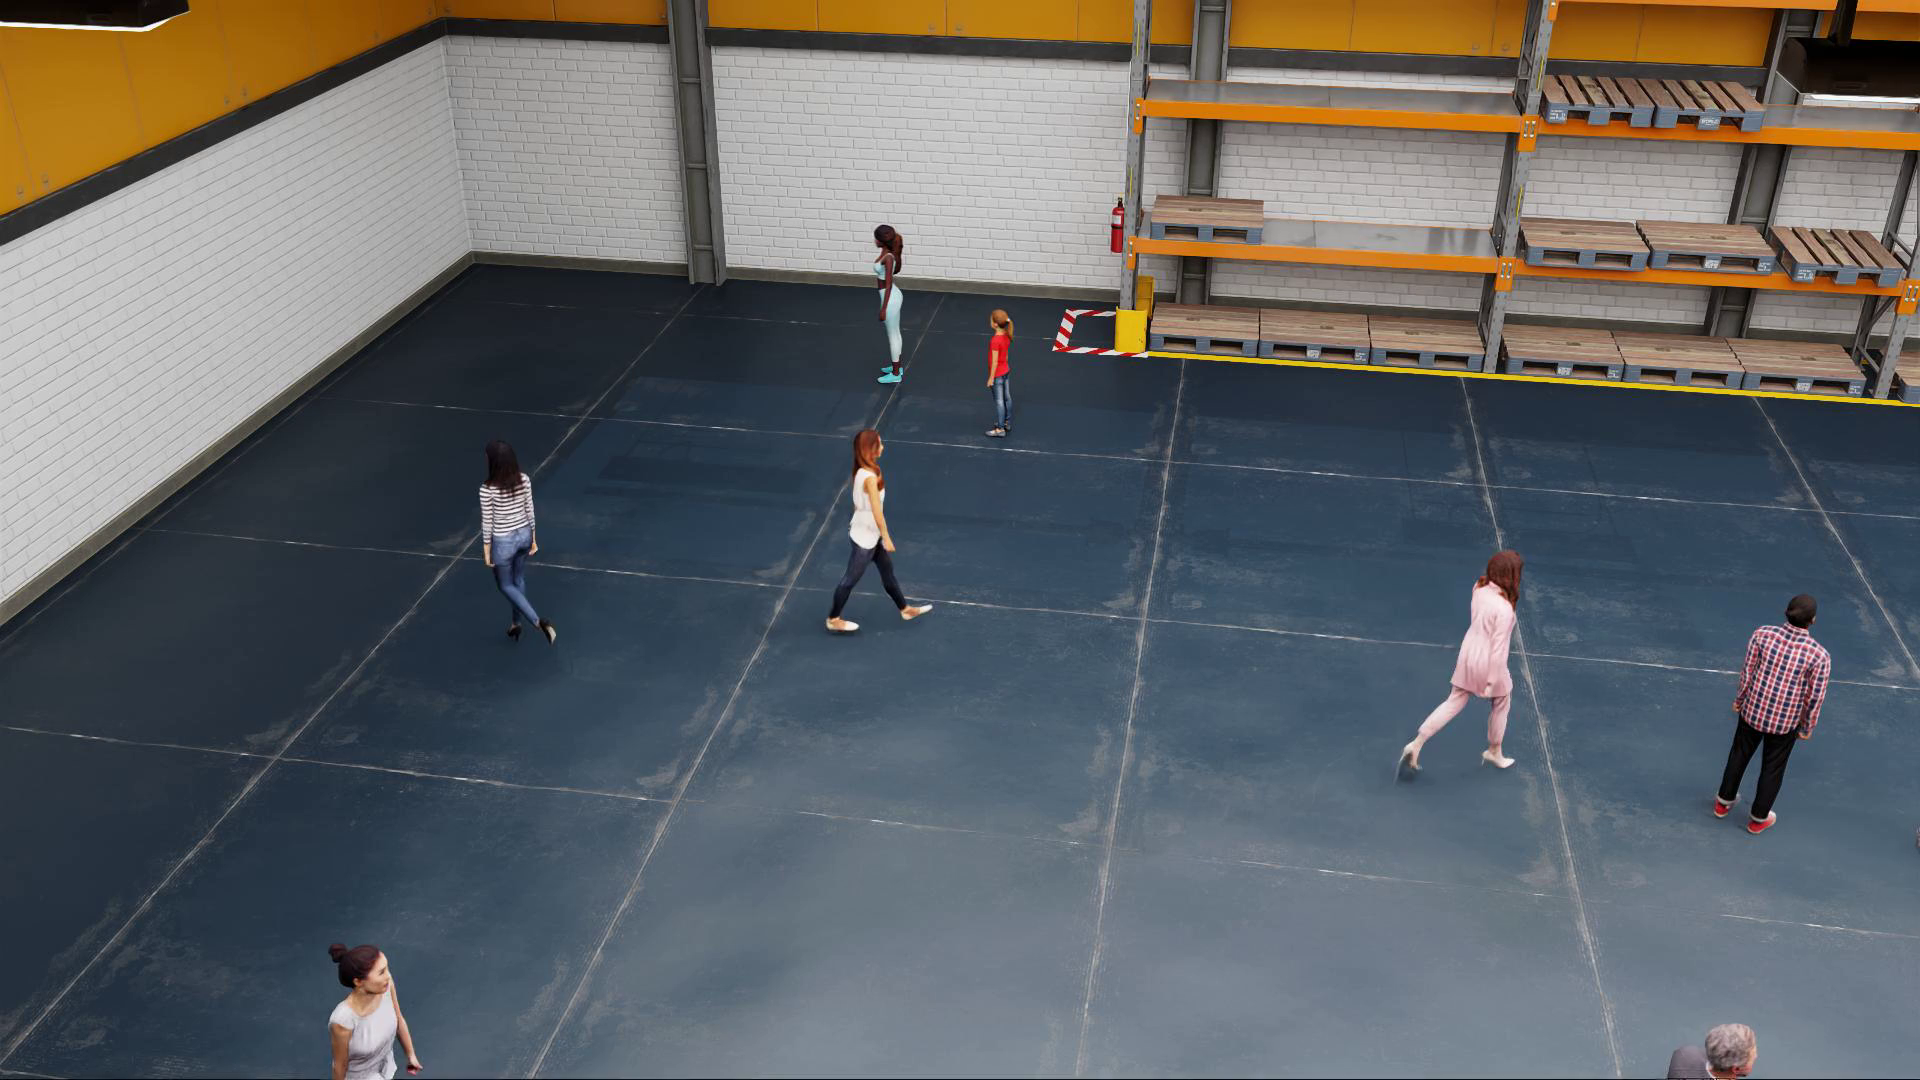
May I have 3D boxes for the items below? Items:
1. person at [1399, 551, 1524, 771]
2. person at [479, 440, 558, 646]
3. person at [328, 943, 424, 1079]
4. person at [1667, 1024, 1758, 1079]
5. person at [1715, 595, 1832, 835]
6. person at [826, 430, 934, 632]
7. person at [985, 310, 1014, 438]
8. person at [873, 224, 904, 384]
[{"bbox_3d":[3.472,0.882,11.360,1.211,1.762,0.976,-9,30,-17],"label":"person"},{"bbox_3d":[-3.407,0.094,12.793,1.047,1.772,0.917,26,38,38],"label":"person"},{"bbox_3d":[-3.042,2.642,8.314,1.012,1.589,0.631,10,30,18],"label":"person"},{"bbox_3d":[3.242,2.913,7.586,1.156,1.810,0.866,-1,29,-1],"label":"person"},{"bbox_3d":[5.329,1.125,10.917,0.726,1.759,0.836,23,36,36],"label":"person"},{"bbox_3d":[-0.826,-0.022,13.041,1.161,1.738,0.818,-3,29,-6],"label":"person"},{"bbox_3d":[0.399,-1.658,16.488,0.547,1.309,0.542,14,31,23],"label":"person"},{"bbox_3d":[-0.743,-2.512,17.620,0.559,1.726,0.583,2,29,3],"label":"person"}]
